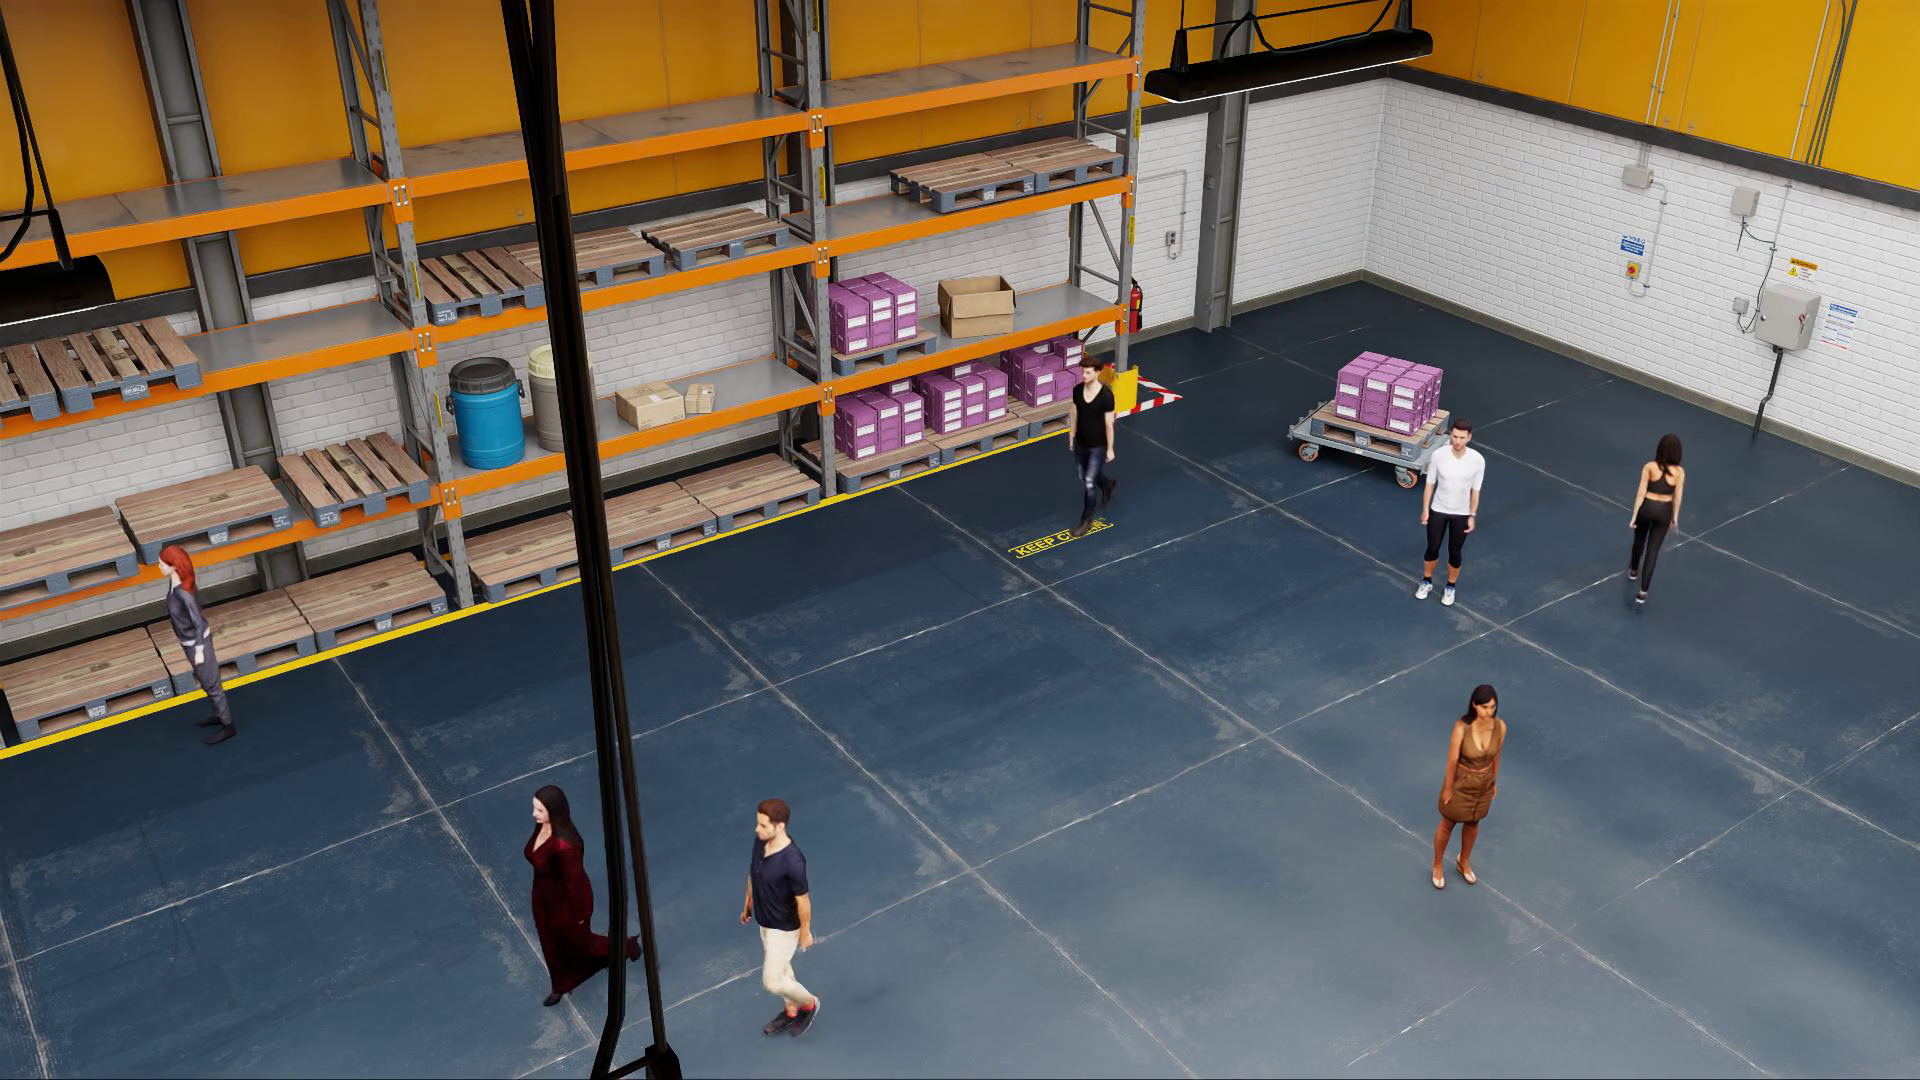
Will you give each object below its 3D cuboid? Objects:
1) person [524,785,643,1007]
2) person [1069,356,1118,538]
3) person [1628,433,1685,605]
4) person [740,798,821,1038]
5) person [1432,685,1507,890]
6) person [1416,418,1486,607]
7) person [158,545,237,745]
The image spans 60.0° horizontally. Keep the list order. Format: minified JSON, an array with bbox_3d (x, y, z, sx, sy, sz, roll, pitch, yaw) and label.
[{"bbox_3d":[-2.498,2.290,10.841,0.919,1.739,0.661,-19,34,-31],"label":"person"},{"bbox_3d":[1.385,-0.994,16.723,0.868,1.873,1.171,21,35,34],"label":"person"},{"bbox_3d":[6.461,-0.171,15.494,0.968,1.604,1.146,11,30,19],"label":"person"},{"bbox_3d":[-1.079,2.380,10.568,0.622,1.842,0.632,-19,34,-31],"label":"person"},{"bbox_3d":[3.634,1.750,11.882,0.564,1.690,0.686,-6,29,-11],"label":"person"},{"bbox_3d":[4.560,-0.282,15.442,0.742,1.848,0.759,11,30,18],"label":"person"},{"bbox_3d":[-6.191,0.831,13.475,0.473,1.779,0.584,-18,33,-30],"label":"person"}]
